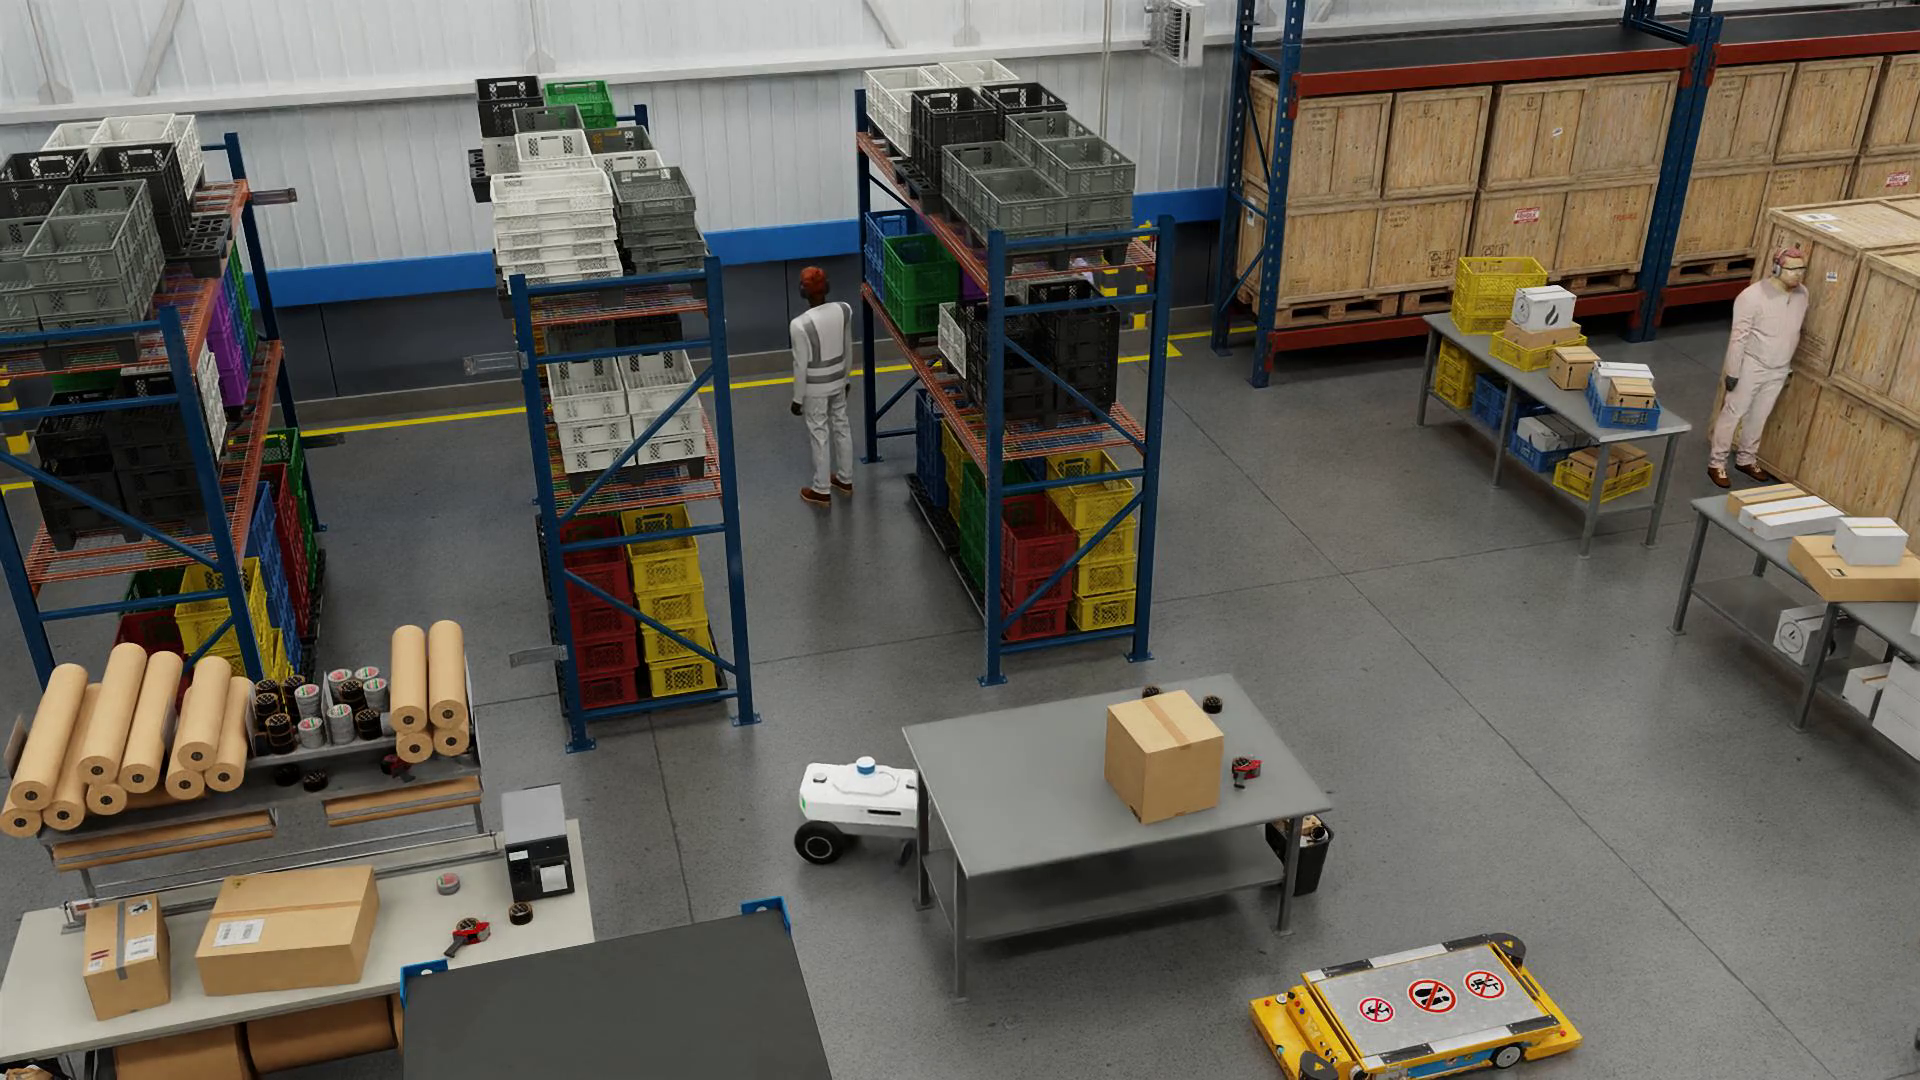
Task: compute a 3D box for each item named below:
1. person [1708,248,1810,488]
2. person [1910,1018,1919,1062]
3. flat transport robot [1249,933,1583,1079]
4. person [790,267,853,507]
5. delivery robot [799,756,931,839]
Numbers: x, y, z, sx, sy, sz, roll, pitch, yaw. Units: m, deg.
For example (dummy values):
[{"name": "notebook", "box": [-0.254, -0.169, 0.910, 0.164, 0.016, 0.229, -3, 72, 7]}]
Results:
[{"name": "person", "box": [6.215, -1.336, 12.873, 0.643, 1.913, 0.410, -9, 30, -15]}, {"name": "person", "box": [4.732, 1.671, 7.482, 0.404, 1.829, 0.600, -25, 38, -38]}, {"name": "flat transport robot", "box": [2.184, 2.282, 7.980, 1.431, 0.197, 0.652, -8, 30, -14]}, {"name": "person", "box": [-1.042, -1.162, 12.583, 0.359, 1.886, 0.573, 25, 38, 38]}, {"name": "delivery robot", "box": [-0.512, 1.416, 9.170, 0.707, 0.478, 0.477, 3, 29, 5]}]
